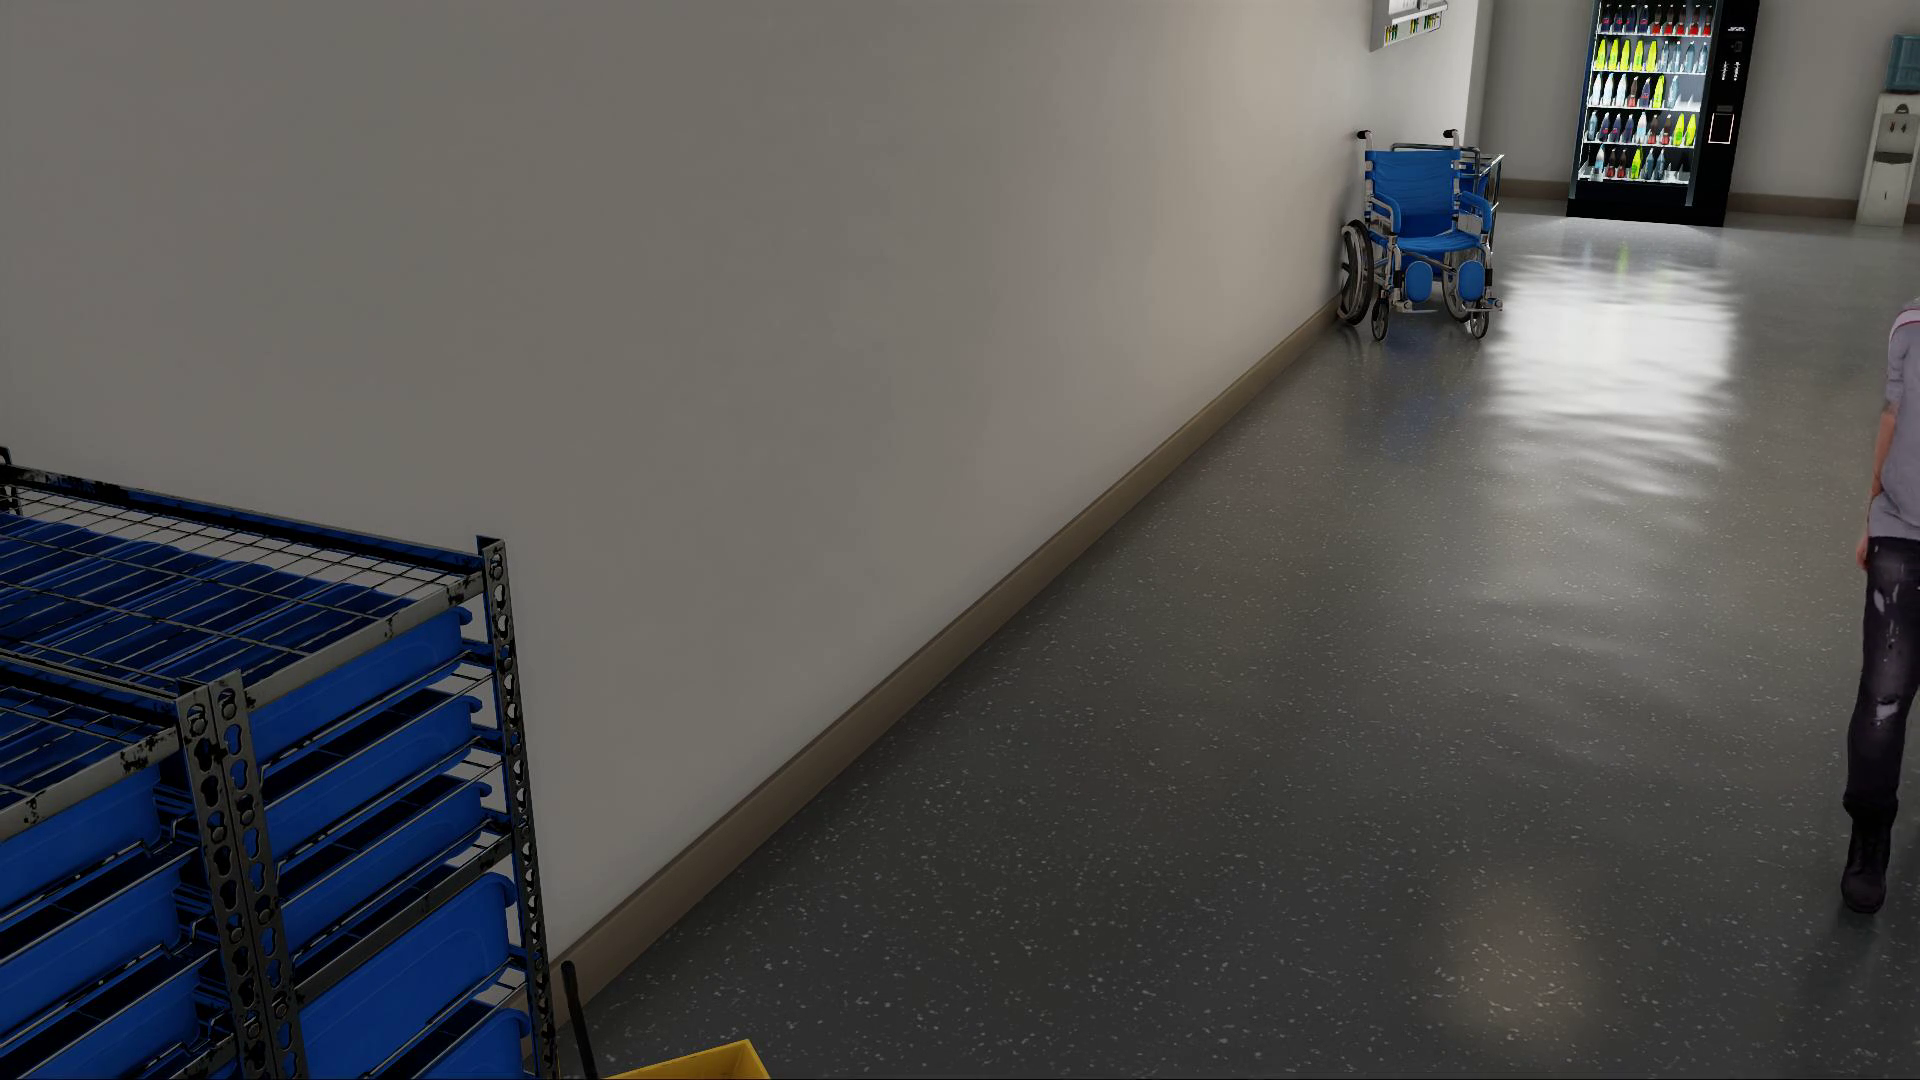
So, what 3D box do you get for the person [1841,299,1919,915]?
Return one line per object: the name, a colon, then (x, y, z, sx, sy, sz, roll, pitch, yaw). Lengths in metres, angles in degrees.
person: (2.574, -0.001, 4.258, 1.126, 1.803, 0.808, 11, 23, 27)
